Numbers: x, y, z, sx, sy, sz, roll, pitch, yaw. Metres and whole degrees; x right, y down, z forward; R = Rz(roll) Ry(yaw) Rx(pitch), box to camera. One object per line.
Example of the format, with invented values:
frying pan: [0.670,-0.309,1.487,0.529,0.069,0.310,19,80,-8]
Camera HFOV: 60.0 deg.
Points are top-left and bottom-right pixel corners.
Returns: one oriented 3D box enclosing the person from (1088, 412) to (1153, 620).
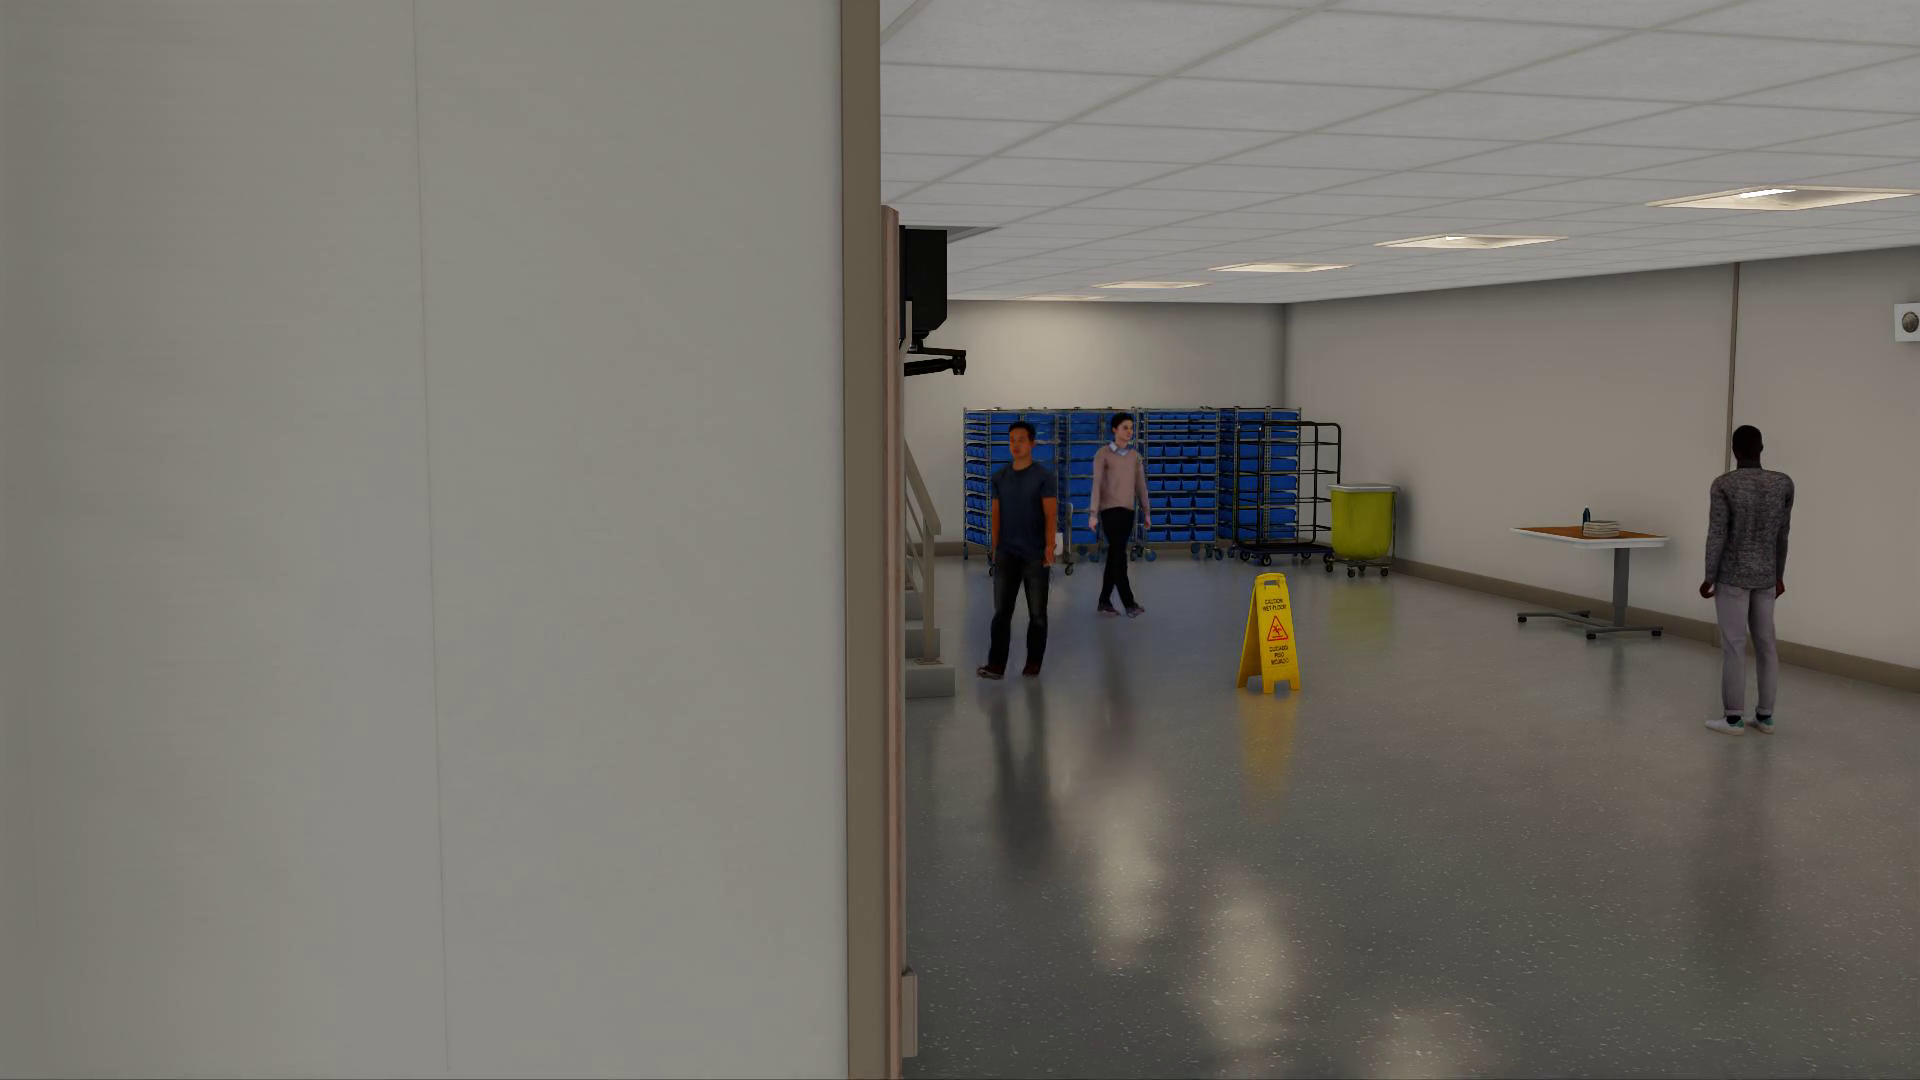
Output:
person: [1.334,-0.206,14.532,0.806,1.778,1.103,-3,6,-27]

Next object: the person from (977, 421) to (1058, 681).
person: [0.483,0.083,11.617,1.025,1.786,1.135,2,6,21]

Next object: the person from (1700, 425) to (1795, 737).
person: [4.685,0.231,9.896,0.708,1.836,0.587,-1,6,-7]
